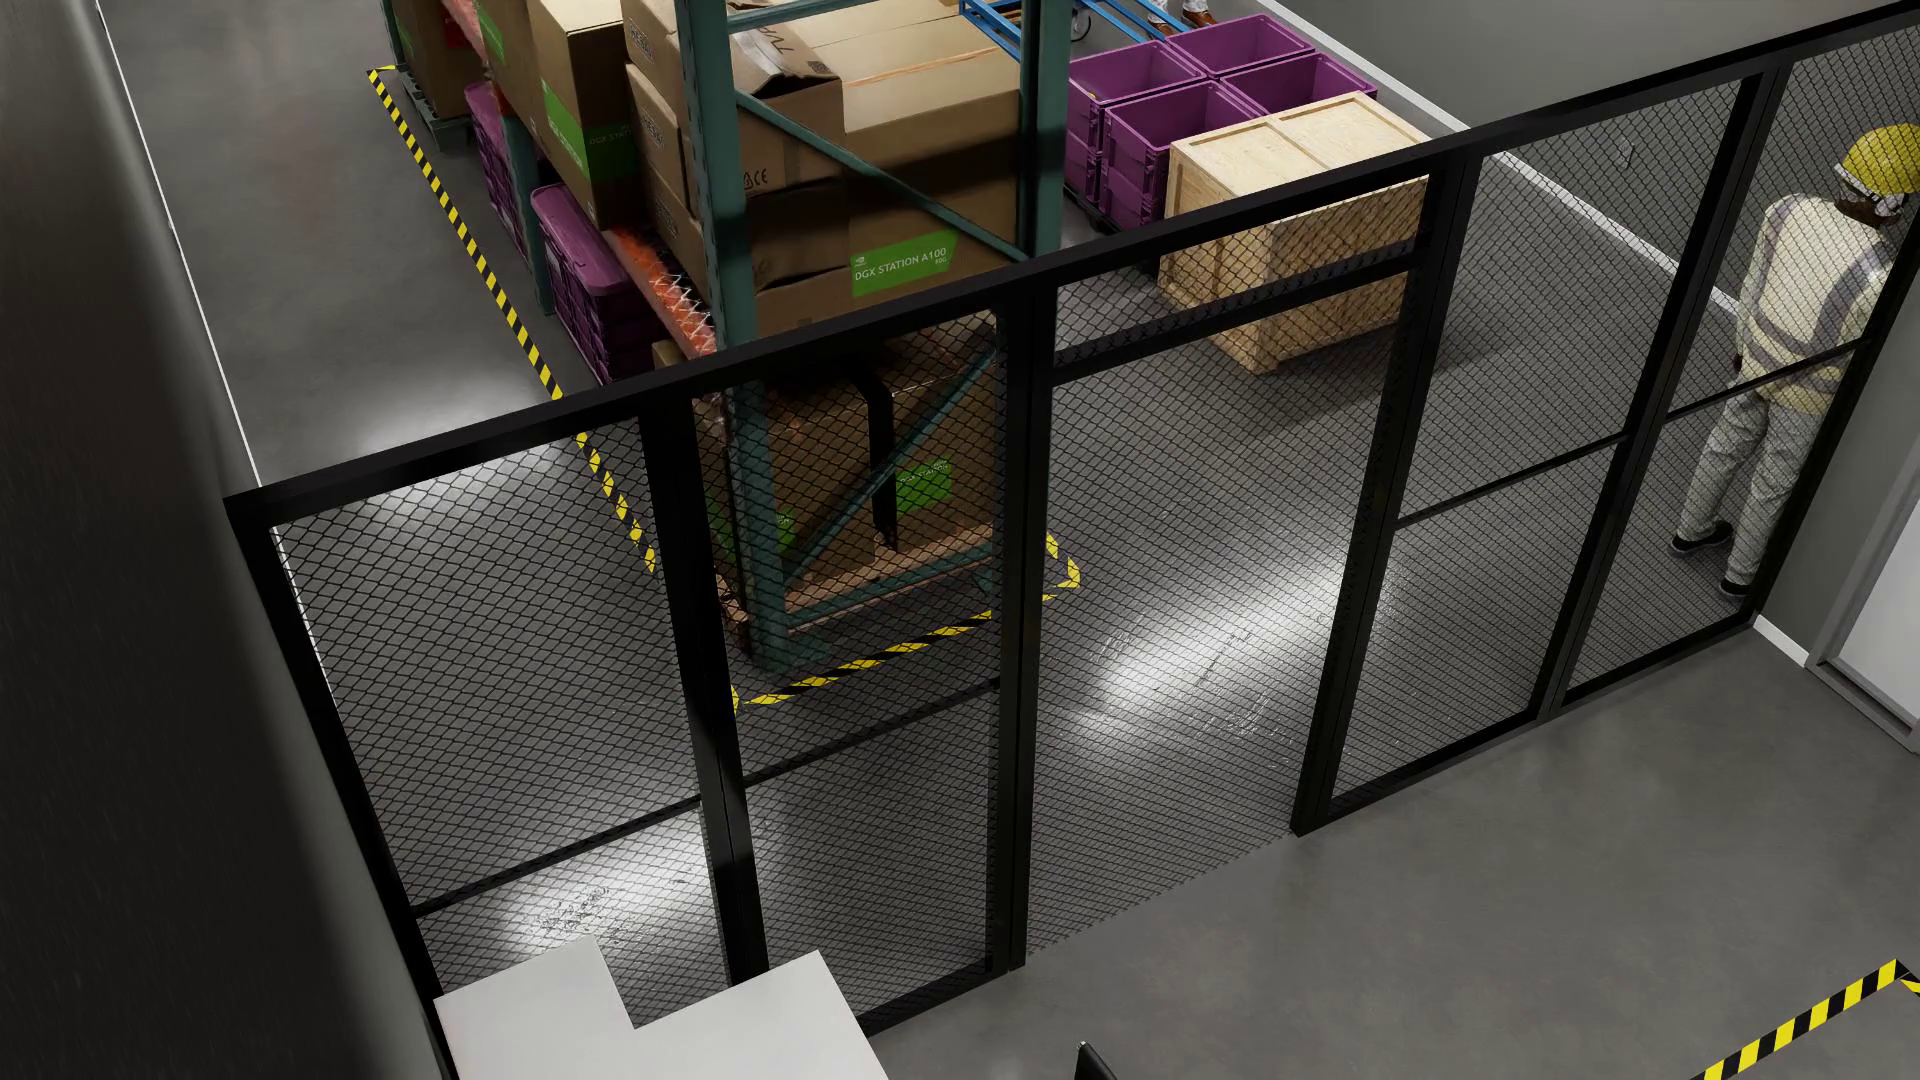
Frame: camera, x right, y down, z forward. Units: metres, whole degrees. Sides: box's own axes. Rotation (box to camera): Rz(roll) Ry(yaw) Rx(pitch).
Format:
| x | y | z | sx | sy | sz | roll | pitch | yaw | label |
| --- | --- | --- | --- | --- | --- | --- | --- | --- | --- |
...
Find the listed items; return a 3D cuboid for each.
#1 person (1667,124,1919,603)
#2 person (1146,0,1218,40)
| x | y | z | sx | sy | sz | roll | pitch | yaw | label |
| --- | --- | --- | --- | --- | --- | --- | --- | --- | --- |
| 2.856 | -0.569 | 5.645 | 0.404 | 1.833 | 0.590 | -14 | 44 | -15 | person |
| 1.271 | -3.627 | 8.914 | 0.630 | 1.940 | 0.372 | -22 | 47 | -22 | person |
